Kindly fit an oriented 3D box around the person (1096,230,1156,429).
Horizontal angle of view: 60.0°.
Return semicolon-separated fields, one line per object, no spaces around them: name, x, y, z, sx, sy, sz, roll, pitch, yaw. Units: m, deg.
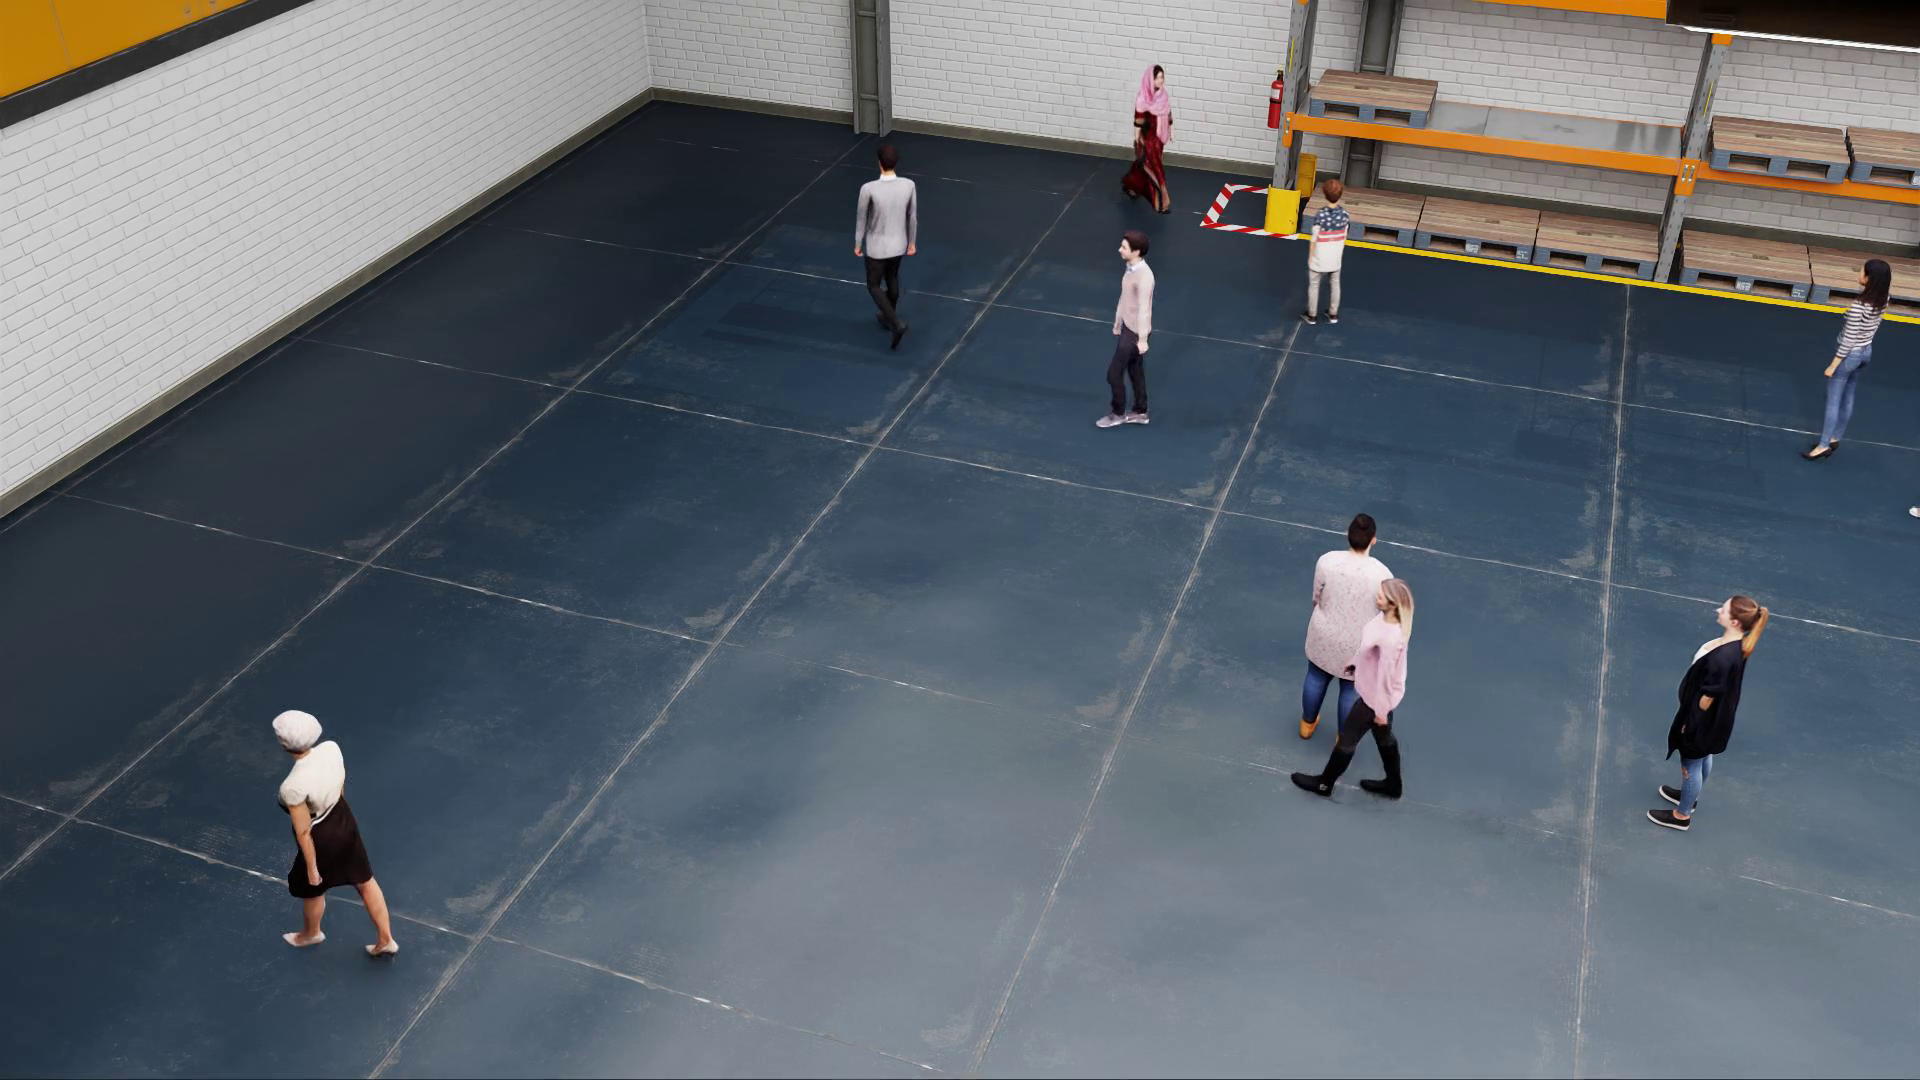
person;1.554;-1.776;14.139;0.852;1.792;0.793;-4;34;-5

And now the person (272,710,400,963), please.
person;-3.337;1.669;9.015;0.910;1.727;0.654;11;35;16

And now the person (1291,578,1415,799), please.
person;2.638;0.936;10.176;0.890;1.662;0.604;11;35;16

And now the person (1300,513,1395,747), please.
person;2.459;0.585;10.634;0.639;1.741;0.802;20;38;27

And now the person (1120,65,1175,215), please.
person;2.053;-4.442;18.323;0.983;1.599;1.163;-24;41;-32

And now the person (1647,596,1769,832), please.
person;4.512;1.034;10.009;0.664;1.684;0.693;24;40;31

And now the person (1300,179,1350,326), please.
person;3.515;-2.768;15.954;0.551;1.435;0.647;-5;34;-8

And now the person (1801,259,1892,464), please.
person;7.306;-1.465;13.668;0.659;1.796;0.687;-20;38;-27

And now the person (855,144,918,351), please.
person;-0.661;-2.711;15.445;1.122;1.903;1.217;-17;37;-24
